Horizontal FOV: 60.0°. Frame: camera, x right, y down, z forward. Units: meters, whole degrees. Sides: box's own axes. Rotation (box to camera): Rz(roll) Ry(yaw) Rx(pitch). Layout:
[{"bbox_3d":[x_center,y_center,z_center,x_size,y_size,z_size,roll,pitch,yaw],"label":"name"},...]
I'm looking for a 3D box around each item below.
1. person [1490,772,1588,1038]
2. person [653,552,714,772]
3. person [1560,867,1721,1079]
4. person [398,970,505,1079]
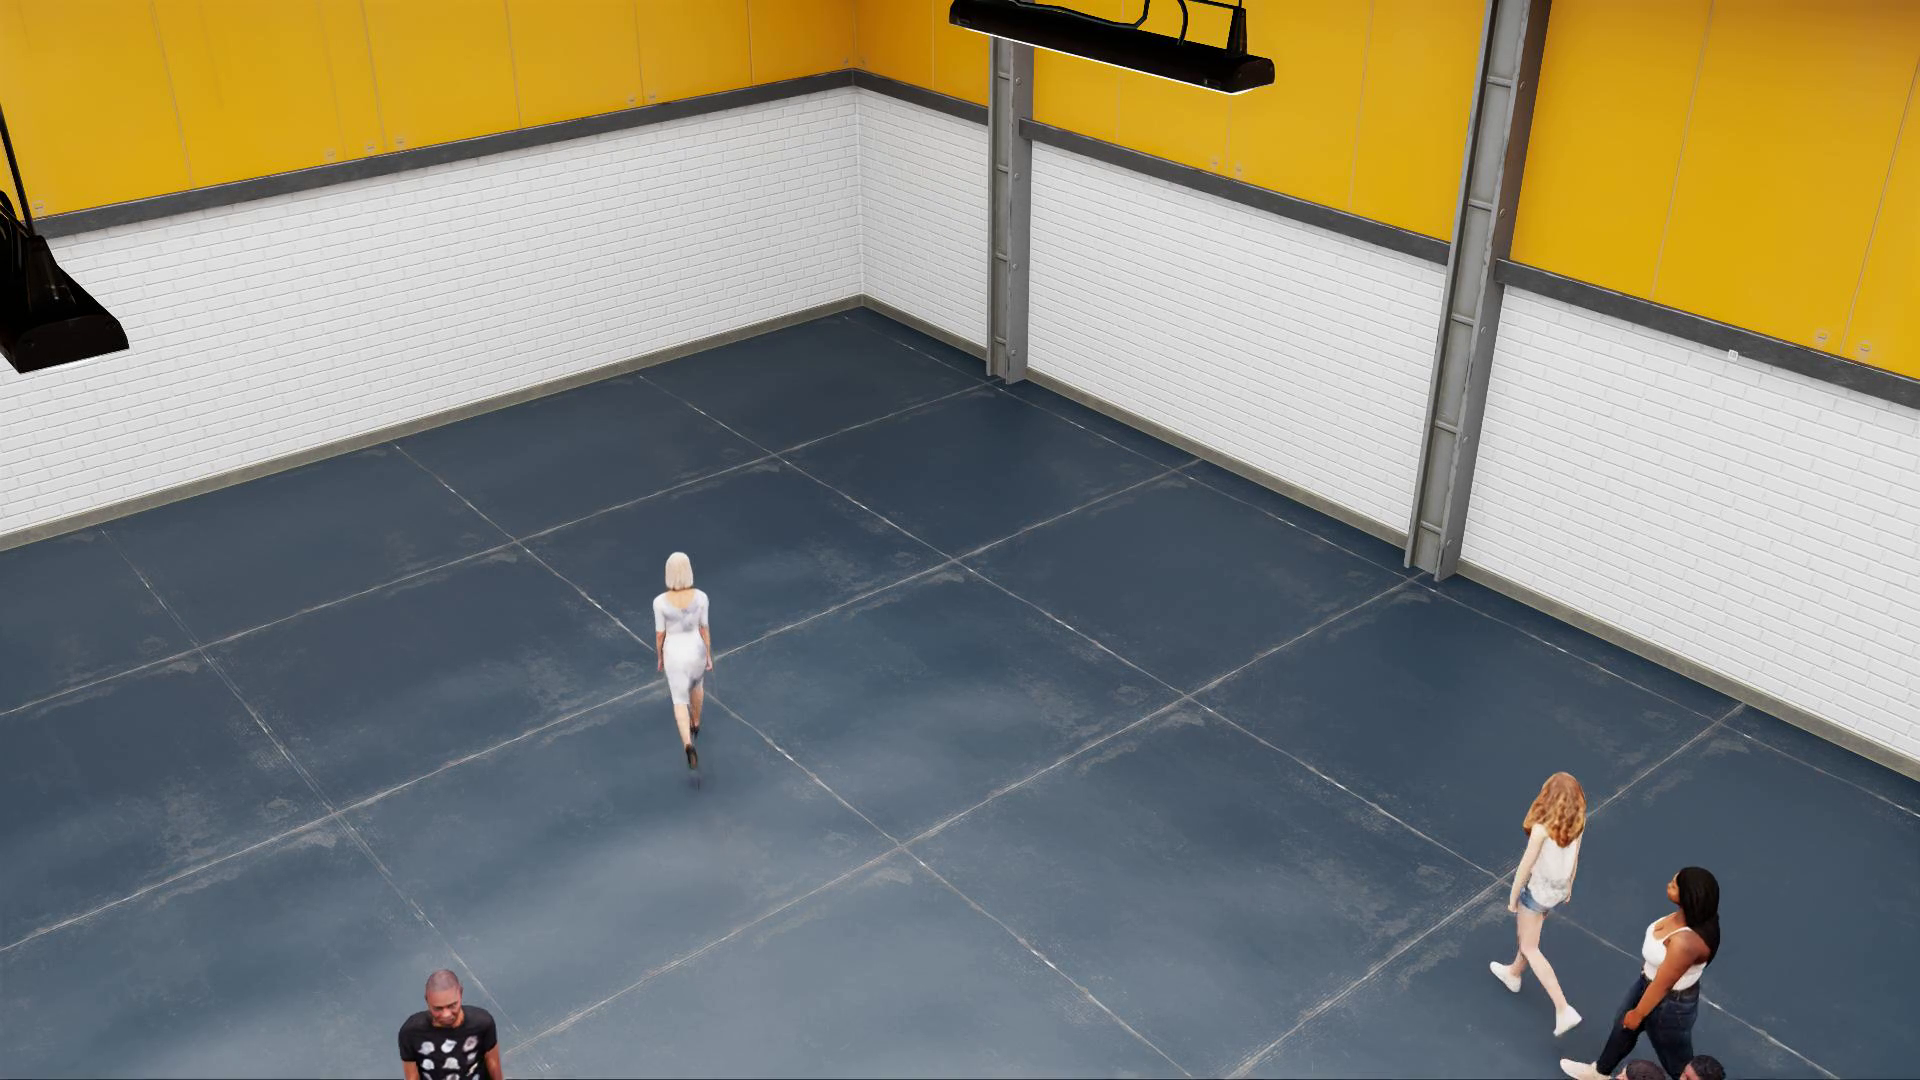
[{"bbox_3d":[3.626,2.234,10.153,0.784,1.738,1.112,-12,31,-20],"label":"person"},{"bbox_3d":[-2.061,0.932,12.555,0.853,1.723,1.117,-8,30,-14],"label":"person"},{"bbox_3d":[4.088,2.647,9.360,1.247,1.772,0.938,15,32,25],"label":"person"},{"bbox_3d":[-2.666,2.933,8.823,0.982,1.783,1.176,-6,29,-11],"label":"person"}]
